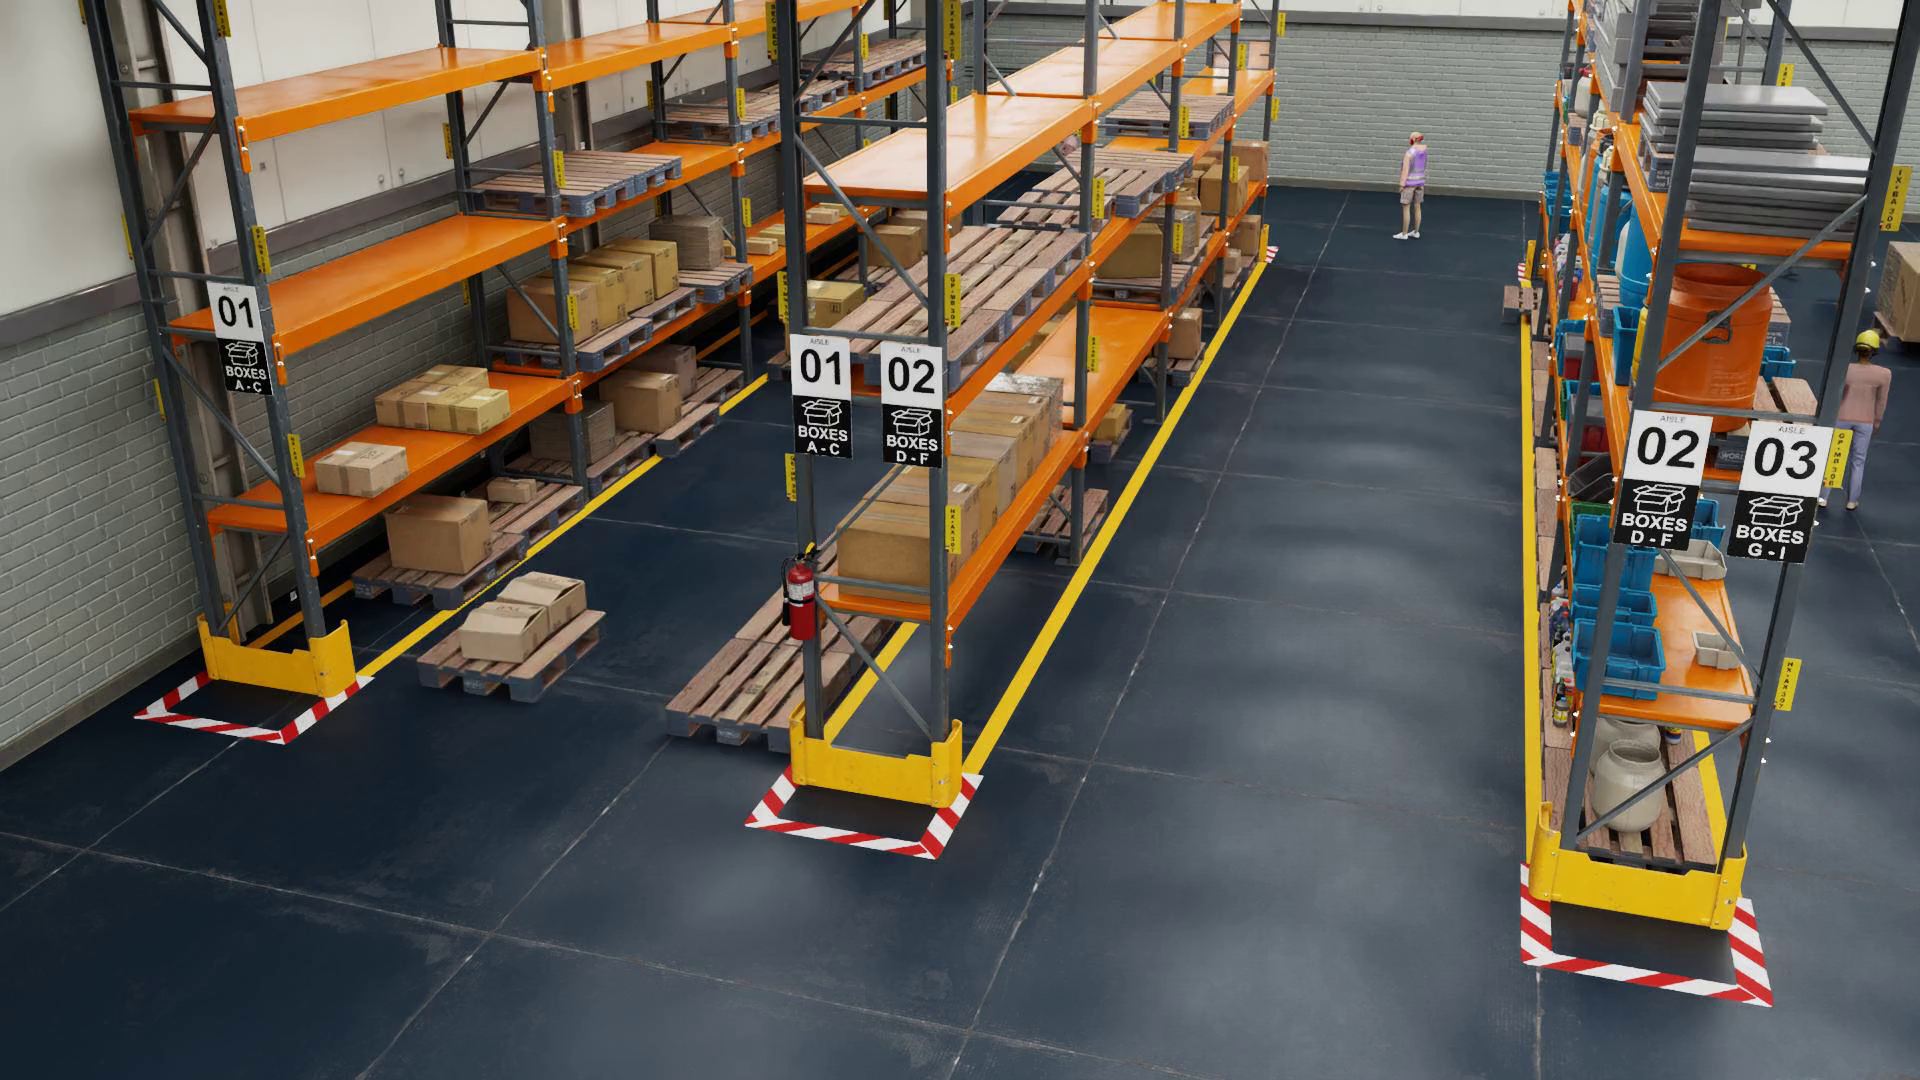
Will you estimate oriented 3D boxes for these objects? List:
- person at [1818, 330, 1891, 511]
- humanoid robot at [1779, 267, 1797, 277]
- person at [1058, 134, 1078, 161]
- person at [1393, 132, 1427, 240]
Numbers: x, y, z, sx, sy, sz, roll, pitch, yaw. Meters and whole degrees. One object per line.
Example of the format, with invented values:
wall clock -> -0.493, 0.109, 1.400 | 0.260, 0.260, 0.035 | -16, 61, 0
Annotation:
person -> 8.546, -1.144, 15.942 | 0.523, 1.761, 0.325 | 9, 25, 20
humanoid robot -> 11.917, -4.633, 24.199 | 0.603, 1.624, 0.764 | -19, 30, -37
person -> 1.748, -5.906, 26.935 | 0.331, 1.801, 0.519 | 3, 23, 7
person -> 7.183, -5.623, 26.423 | 0.489, 1.688, 0.352 | -14, 27, -29
